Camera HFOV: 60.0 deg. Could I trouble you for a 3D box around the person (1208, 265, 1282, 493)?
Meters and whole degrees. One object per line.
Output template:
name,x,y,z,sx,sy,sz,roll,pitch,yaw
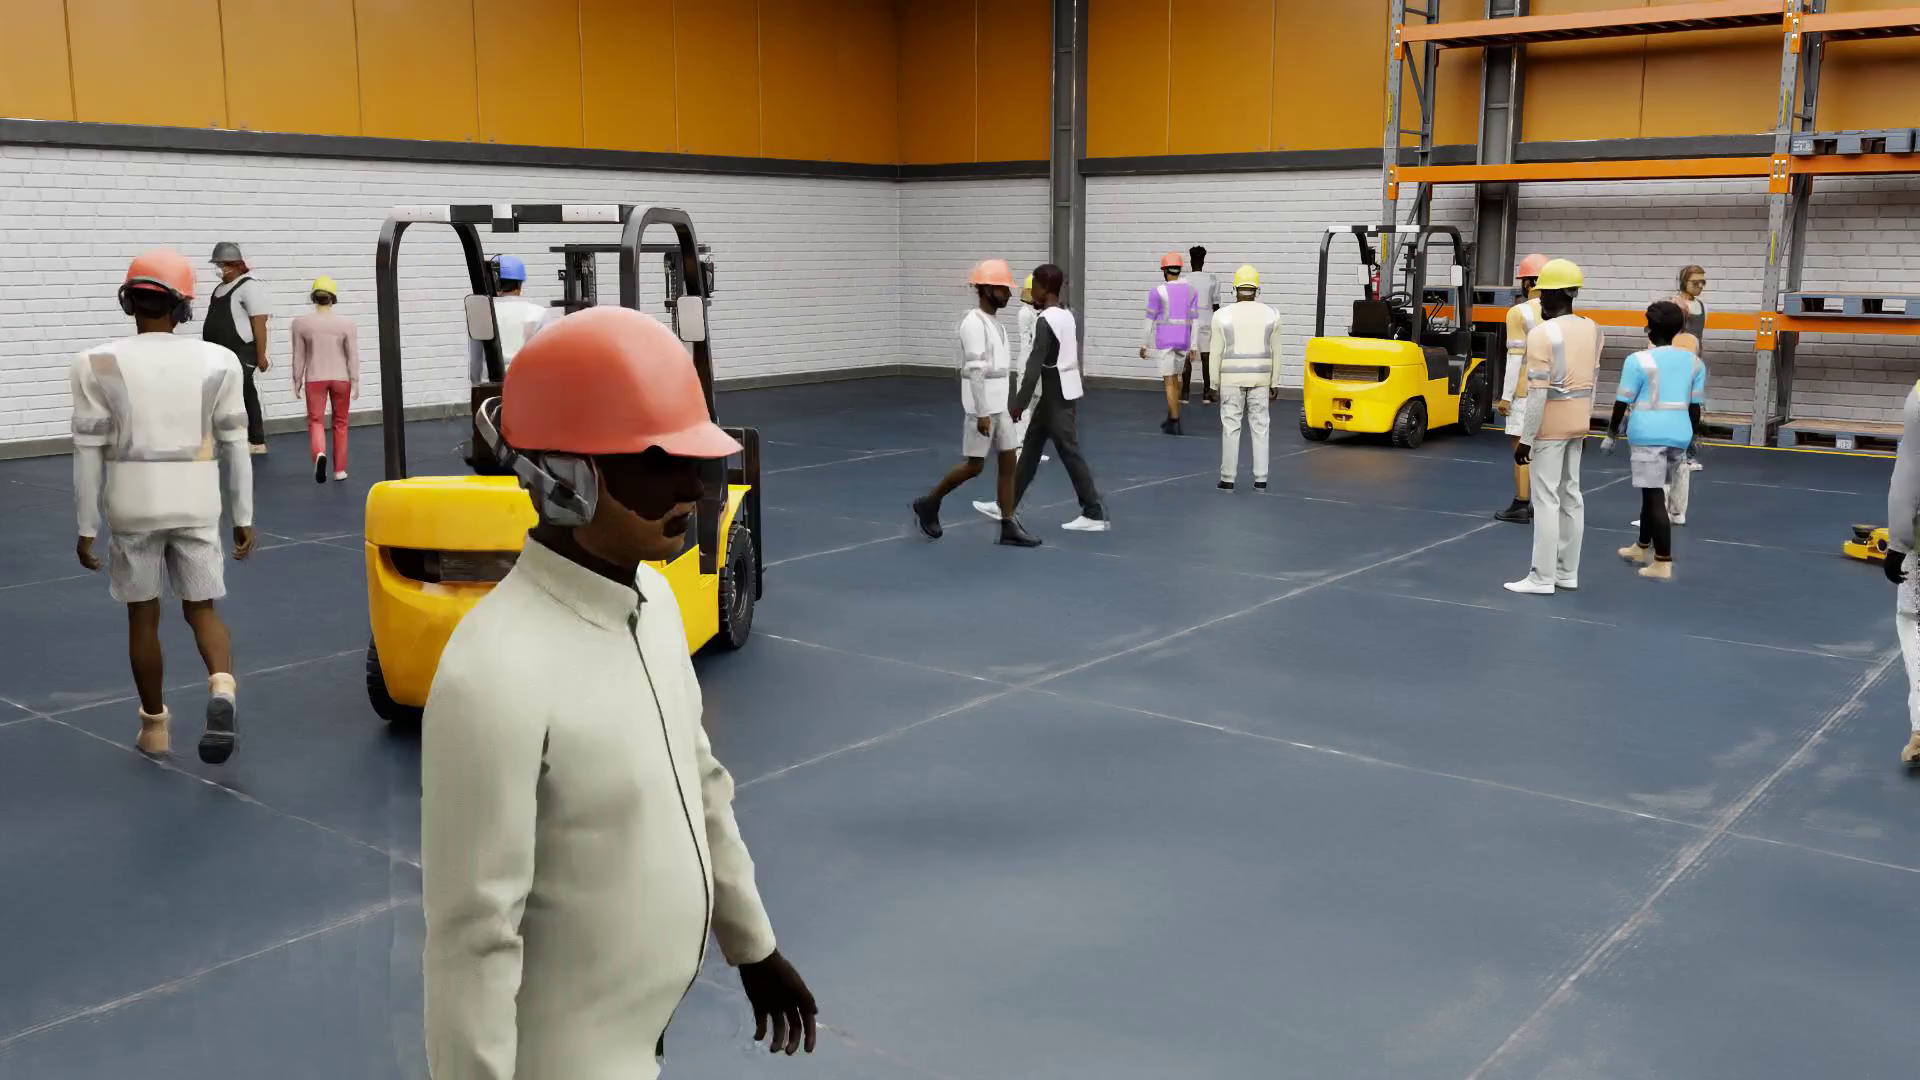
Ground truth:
person,2.288,-1.287,13.404,0.589,1.834,0.403,0,10,-3

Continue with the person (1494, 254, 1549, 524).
person,4.110,-1.087,12.007,0.551,1.934,0.375,-5,11,-24

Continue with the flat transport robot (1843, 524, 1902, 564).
flat transport robot,6.133,0.102,10.039,0.652,0.197,1.431,-2,10,-12

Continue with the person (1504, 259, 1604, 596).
person,3.410,-0.639,9.560,0.590,1.925,0.373,-7,13,-35

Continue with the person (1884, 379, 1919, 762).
person,3.801,0.017,6.201,0.650,1.823,0.462,3,11,18

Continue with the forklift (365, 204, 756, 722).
forklift,-1.766,-0.406,7.525,1.214,2.155,2.313,1,10,7

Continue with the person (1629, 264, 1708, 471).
person,6.389,-1.548,14.878,0.525,1.827,0.745,-3,11,-14

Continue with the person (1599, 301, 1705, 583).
person,4.155,-0.606,10.101,0.540,1.666,0.761,-4,11,-19

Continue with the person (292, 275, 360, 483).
person,-5.276,-1.327,13.863,0.532,1.743,0.666,-3,11,-17

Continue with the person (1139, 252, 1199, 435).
person,2.186,-2.076,17.566,0.551,1.904,0.759,-4,11,-22

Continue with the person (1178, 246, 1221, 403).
person,2.949,-2.682,20.765,0.605,1.966,0.367,-1,10,-3

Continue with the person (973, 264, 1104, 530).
person,0.582,-0.999,11.729,1.002,1.867,0.594,2,10,12

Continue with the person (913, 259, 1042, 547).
person,0.120,-0.904,11.057,0.834,1.916,0.553,5,11,25

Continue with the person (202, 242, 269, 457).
person,-6.864,-1.786,15.596,0.697,2.000,0.676,10,14,43

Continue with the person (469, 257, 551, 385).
person,-3.265,-1.115,12.245,0.644,1.901,0.956,0,10,-1

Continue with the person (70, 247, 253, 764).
person,-3.037,-0.104,6.375,0.641,2.015,0.754,-7,12,-33

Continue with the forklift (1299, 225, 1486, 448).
forklift,4.449,-2.115,16.993,1.214,2.155,2.313,8,13,38

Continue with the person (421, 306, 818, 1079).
person,-0.417,0.664,2.269,1.006,1.938,0.630,1,10,3

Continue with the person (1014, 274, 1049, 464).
person,0.681,-1.573,15.238,0.323,1.743,0.489,4,11,20

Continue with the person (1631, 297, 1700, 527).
person,5.004,-0.894,11.764,0.522,1.638,0.310,-6,12,-32
